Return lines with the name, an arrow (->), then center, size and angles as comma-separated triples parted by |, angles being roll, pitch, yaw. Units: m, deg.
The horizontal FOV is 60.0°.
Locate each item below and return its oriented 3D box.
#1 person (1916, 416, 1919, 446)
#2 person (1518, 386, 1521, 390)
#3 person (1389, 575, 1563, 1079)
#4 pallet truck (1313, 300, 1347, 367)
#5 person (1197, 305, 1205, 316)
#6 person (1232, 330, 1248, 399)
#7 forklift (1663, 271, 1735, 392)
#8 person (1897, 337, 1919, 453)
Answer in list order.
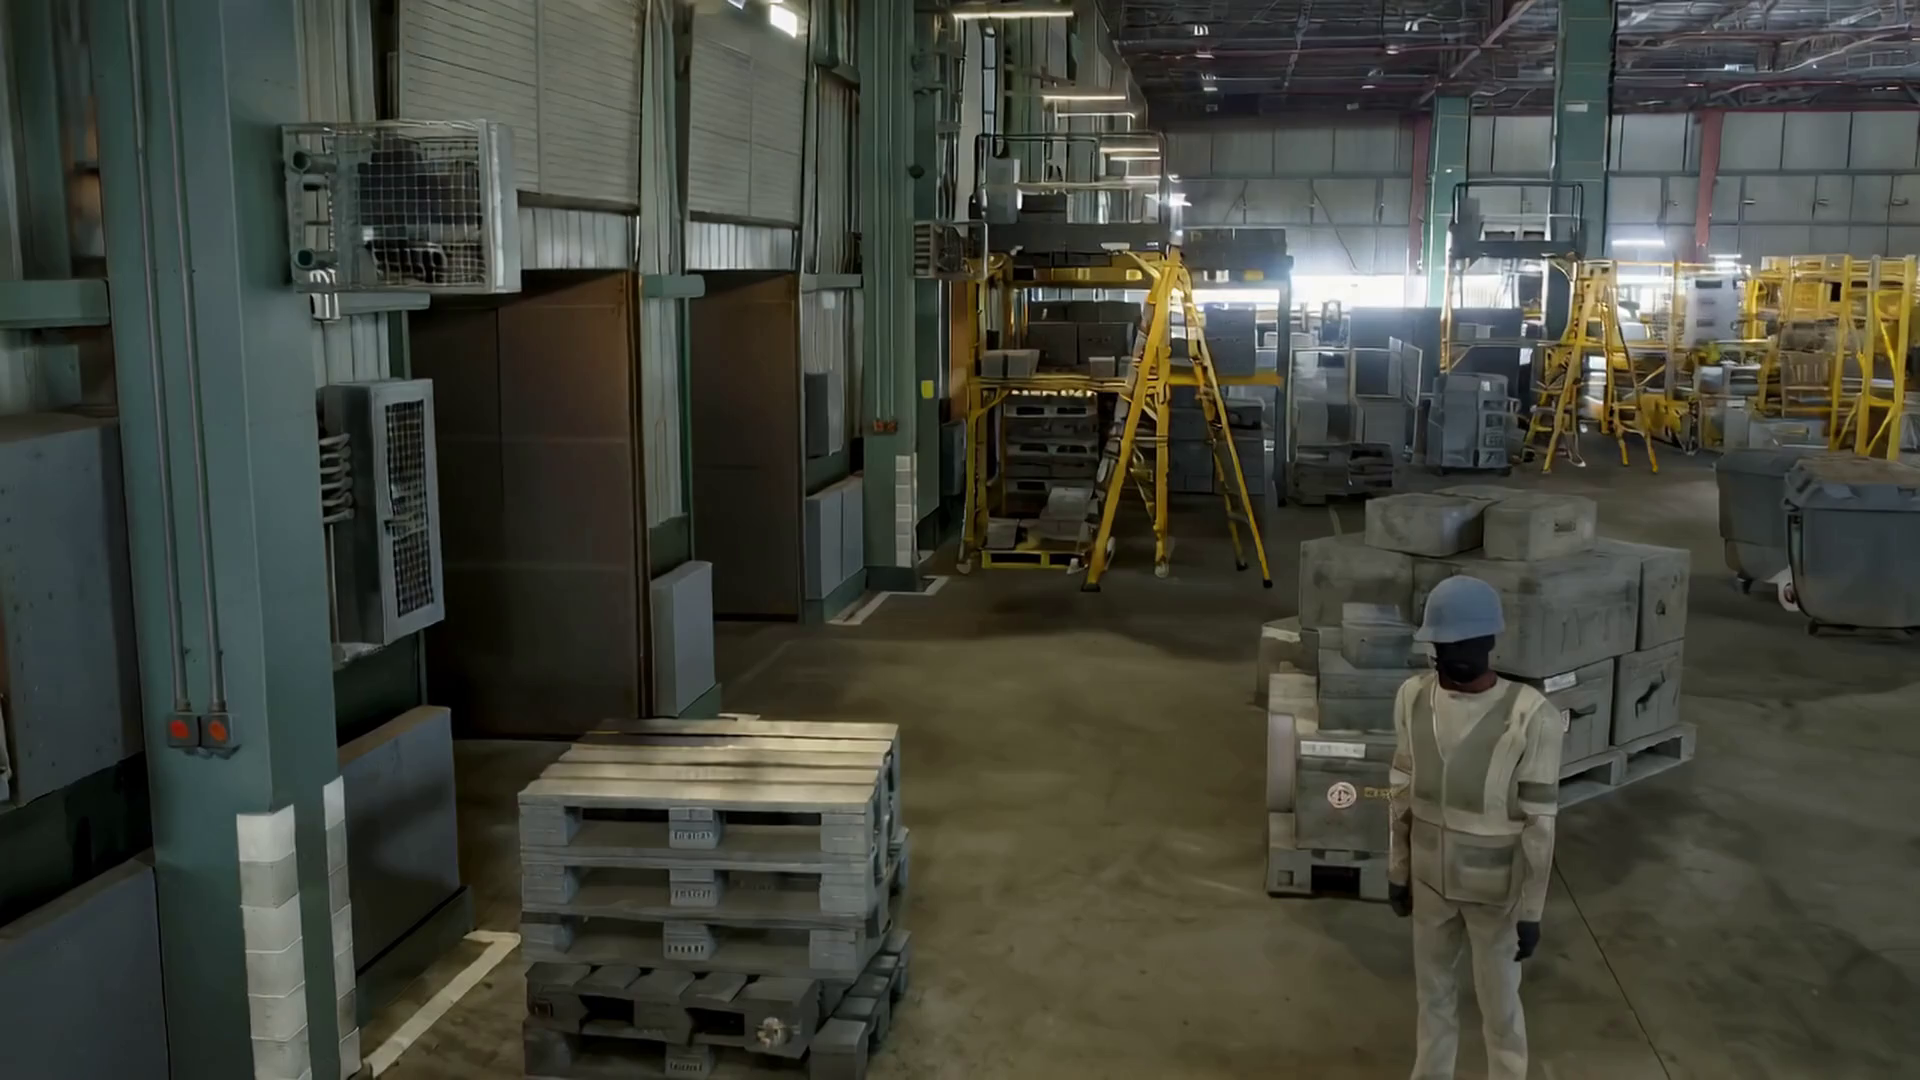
person -> 15.734, -2.359, 26.837 | 0.485, 1.737, 0.320 | -4, 10, -24
person -> 12.882, -4.470, 39.435 | 1.034, 1.887, 0.650 | -5, 11, -29
person -> 1.577, 1.055, 5.223 | 0.394, 1.920, 0.584 | -7, 12, -39
pallet truck -> 11.159, -6.200, 49.718 | 0.823, 1.965, 1.885 | 4, 10, 26
person -> 6.381, -5.297, 44.372 | 0.545, 1.929, 0.391 | -8, 12, -39
person -> 5.854, -3.586, 34.727 | 0.314, 1.631, 0.517 | -3, 10, -17
forklift -> 17.136, -4.766, 38.159 | 1.873, 2.768, 1.129 | -8, 12, -41
person -> 15.022, -2.320, 25.969 | 0.372, 1.940, 0.632 | -4, 10, -24
